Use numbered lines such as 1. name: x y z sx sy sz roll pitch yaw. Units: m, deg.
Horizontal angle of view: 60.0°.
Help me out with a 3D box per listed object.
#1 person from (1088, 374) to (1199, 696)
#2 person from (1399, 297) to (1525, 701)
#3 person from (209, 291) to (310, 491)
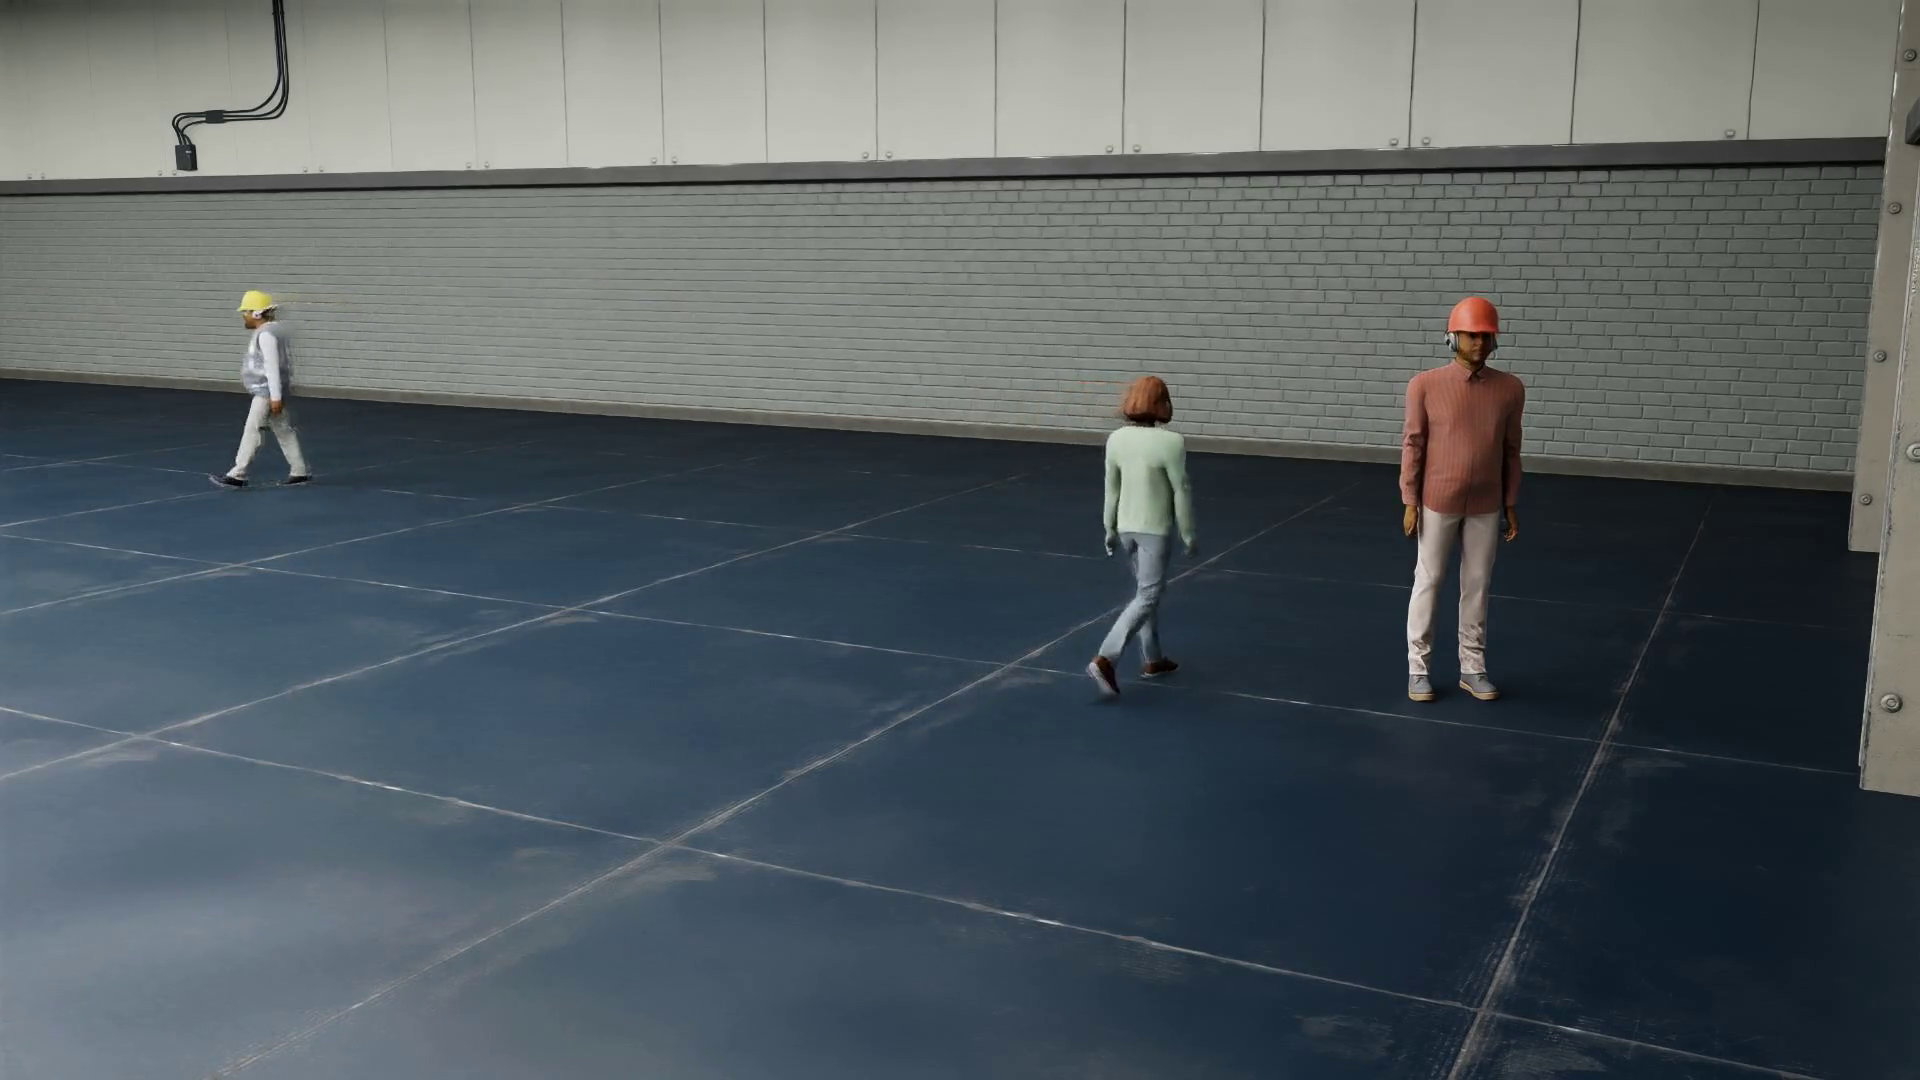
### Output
1. person: 0.901 -0.037 8.417 0.777 1.604 0.500 -9 13 -39
2. person: 2.476 -0.194 8.221 0.612 1.997 0.375 -1 10 -5
3. person: -6.377 -1.342 15.051 0.890 1.787 0.624 -4 11 -19
